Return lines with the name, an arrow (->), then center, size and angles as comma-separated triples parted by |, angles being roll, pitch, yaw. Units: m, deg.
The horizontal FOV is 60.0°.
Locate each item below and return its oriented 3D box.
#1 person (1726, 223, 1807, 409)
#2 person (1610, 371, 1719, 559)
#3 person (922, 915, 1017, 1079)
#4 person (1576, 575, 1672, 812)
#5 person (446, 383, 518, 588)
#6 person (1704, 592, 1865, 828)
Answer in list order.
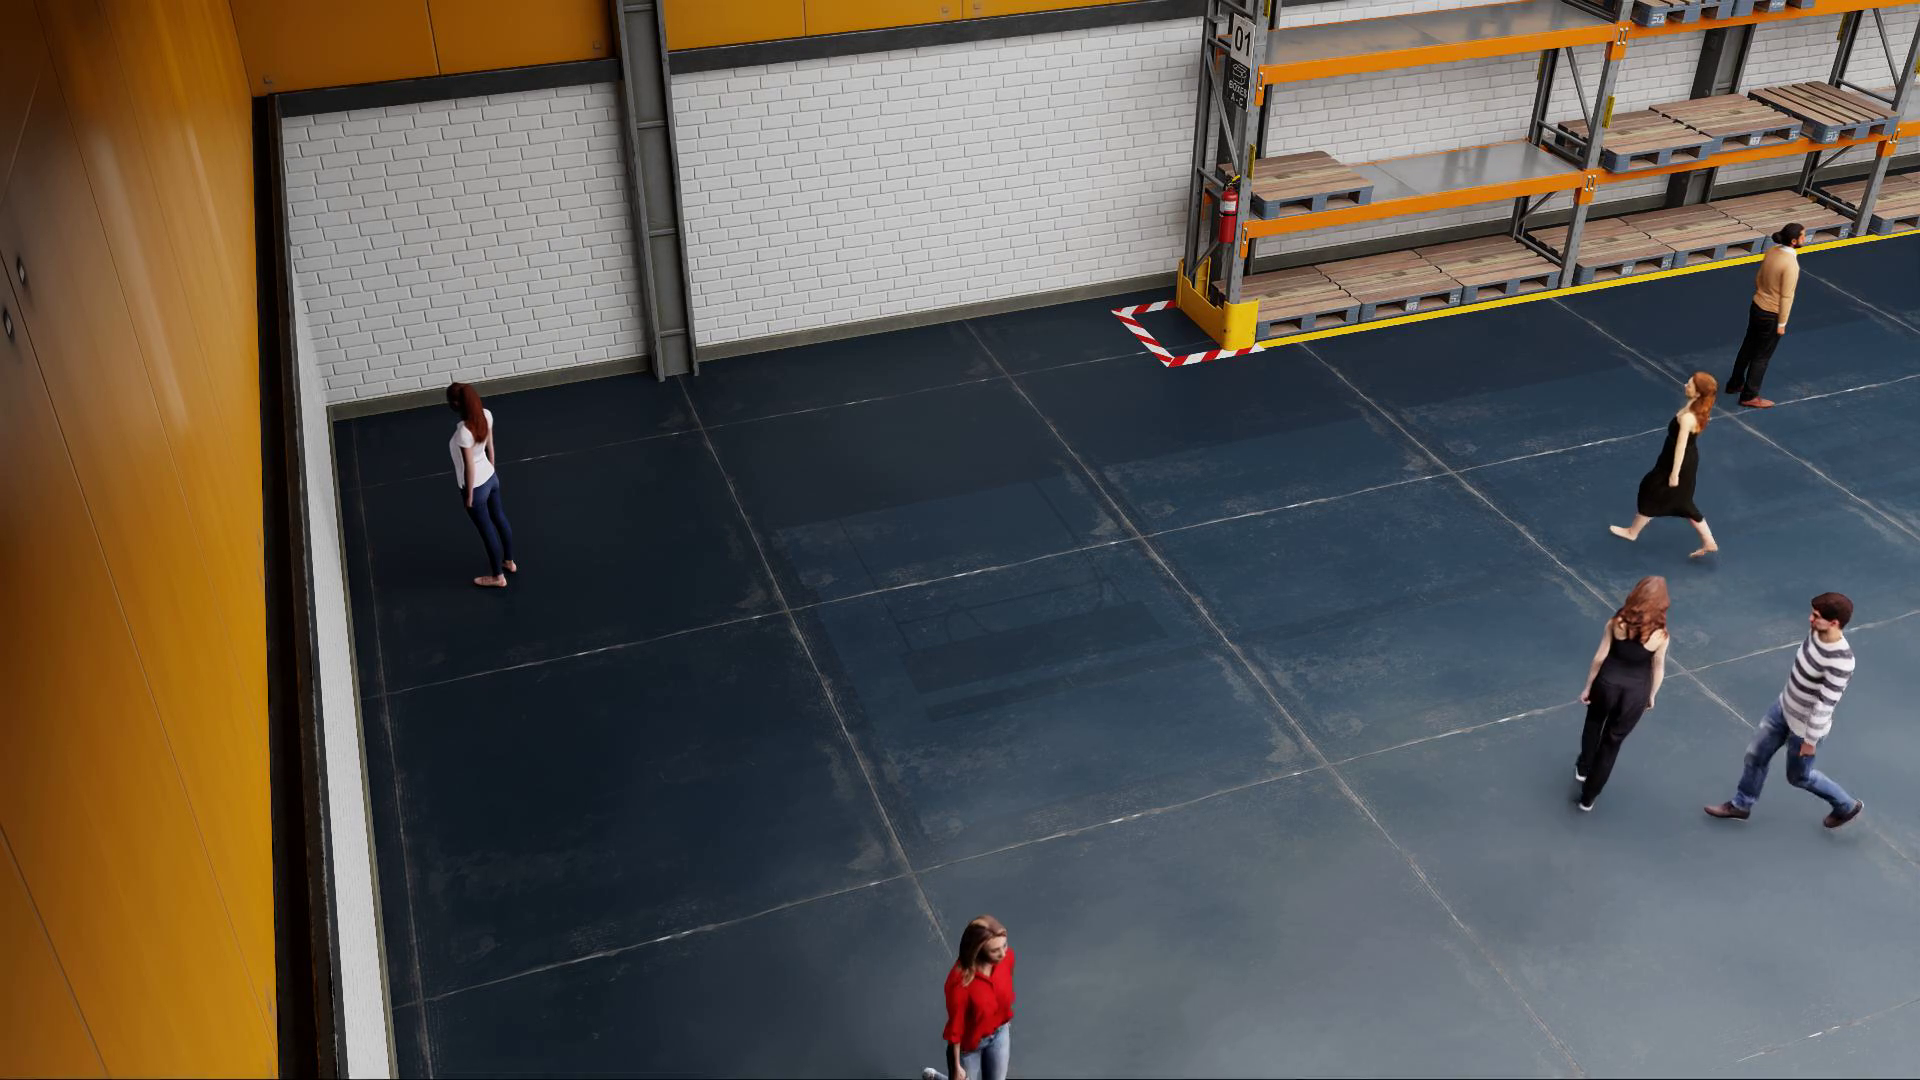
person -> 7.386, -2.073, 15.186 | 0.675, 1.754, 0.723 | -2, 34, -3
person -> 5.730, -0.556, 13.047 | 0.996, 1.597, 1.080 | 25, 41, 32
person -> 0.040, 2.485, 8.382 | 0.918, 1.696, 0.872 | -26, 41, -33
person -> 4.169, 1.023, 10.554 | 0.818, 1.726, 0.880 | 15, 37, 22
person -> -3.656, -0.430, 12.724 | 0.690, 1.743, 0.654 | 9, 35, 13
person -> 5.337, 1.124, 10.325 | 1.222, 1.810, 0.956 | 2, 34, 3
